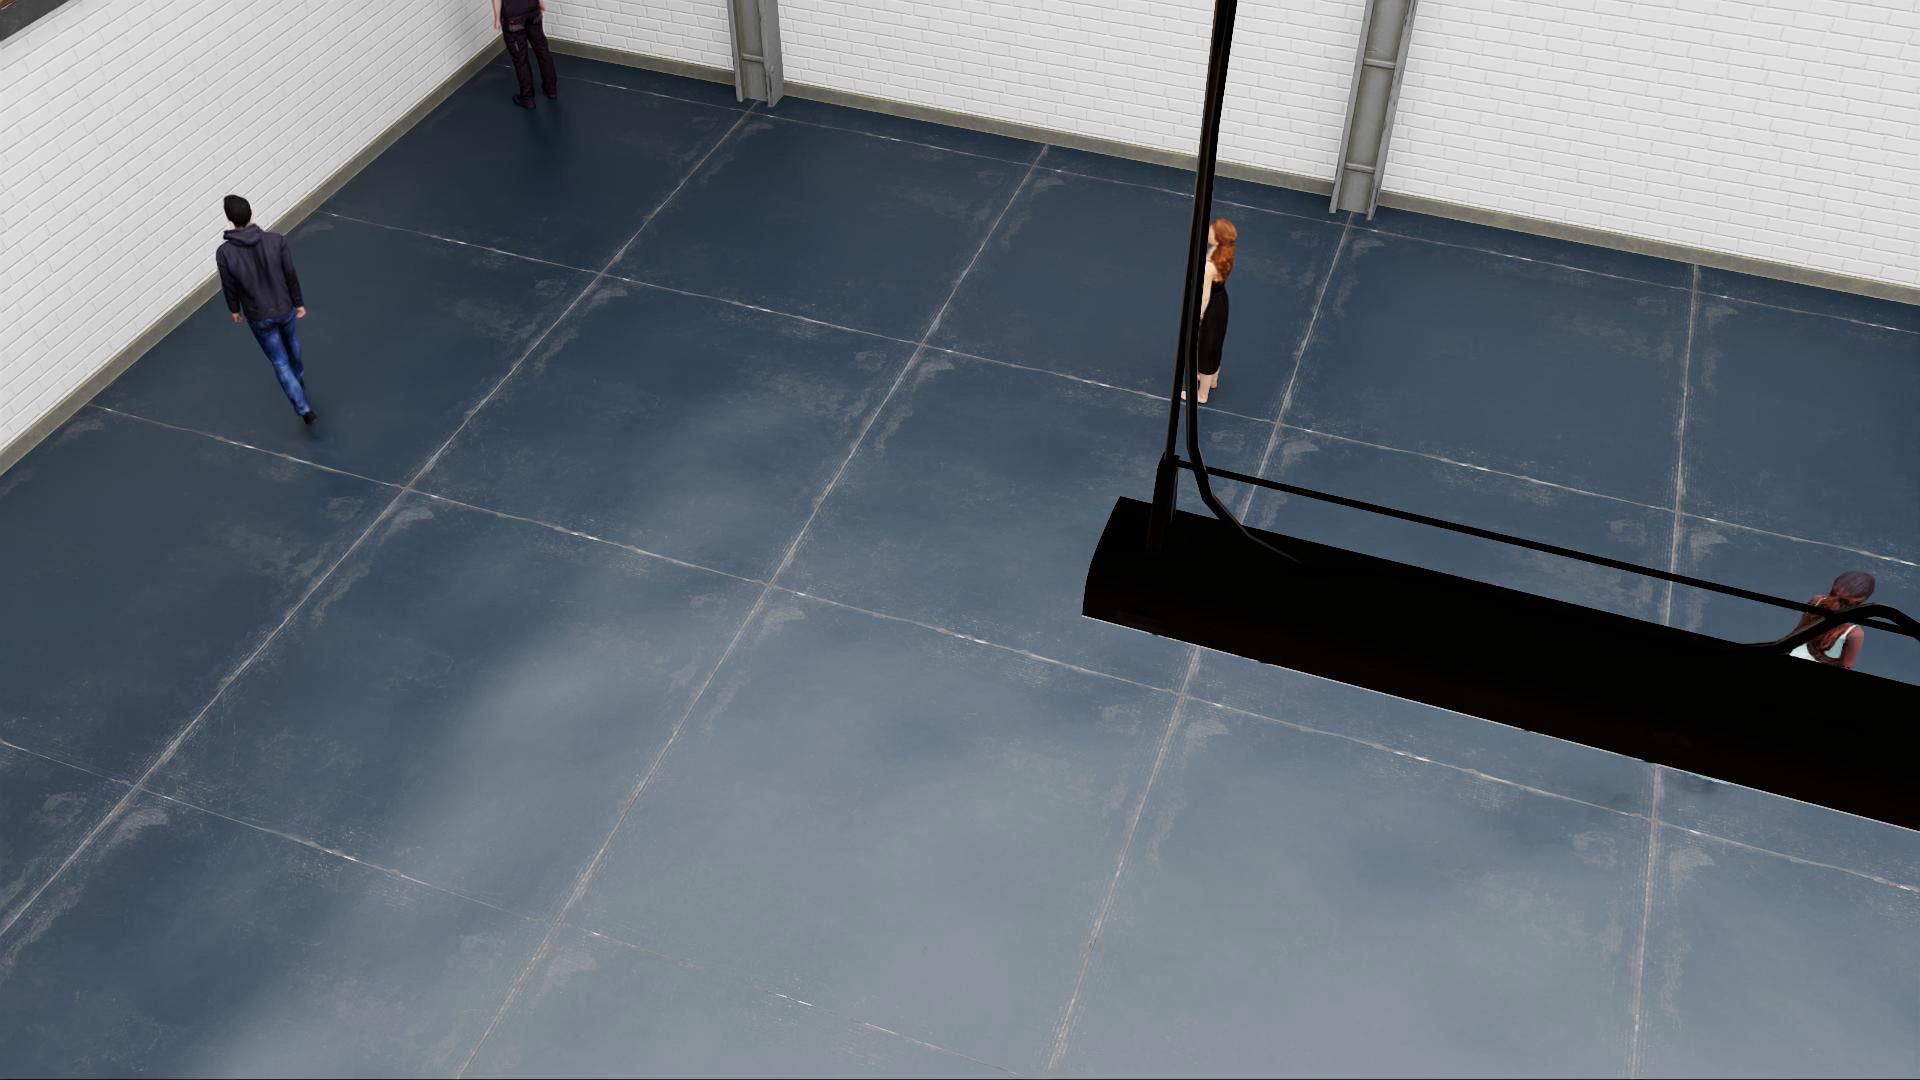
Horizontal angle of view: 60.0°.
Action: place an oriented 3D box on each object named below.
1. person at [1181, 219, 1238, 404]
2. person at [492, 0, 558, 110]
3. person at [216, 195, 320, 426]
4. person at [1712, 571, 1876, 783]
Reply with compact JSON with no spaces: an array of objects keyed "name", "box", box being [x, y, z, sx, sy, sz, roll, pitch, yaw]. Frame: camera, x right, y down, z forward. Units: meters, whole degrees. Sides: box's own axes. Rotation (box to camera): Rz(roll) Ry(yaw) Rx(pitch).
[{"name":"person","box":[1.932,-1.761,12.774,0.616,1.624,0.612,23,48,22]},{"name":"person","box":[-4.265,-5.108,16.127,0.806,1.845,0.766,-34,53,-30]},{"name":"person","box":[-5.178,-1.680,12.523,1.143,1.853,1.283,-25,49,-24]},{"name":"person","box":[4.996,0.869,9.970,1.214,1.684,1.045,-12,45,-12]}]
